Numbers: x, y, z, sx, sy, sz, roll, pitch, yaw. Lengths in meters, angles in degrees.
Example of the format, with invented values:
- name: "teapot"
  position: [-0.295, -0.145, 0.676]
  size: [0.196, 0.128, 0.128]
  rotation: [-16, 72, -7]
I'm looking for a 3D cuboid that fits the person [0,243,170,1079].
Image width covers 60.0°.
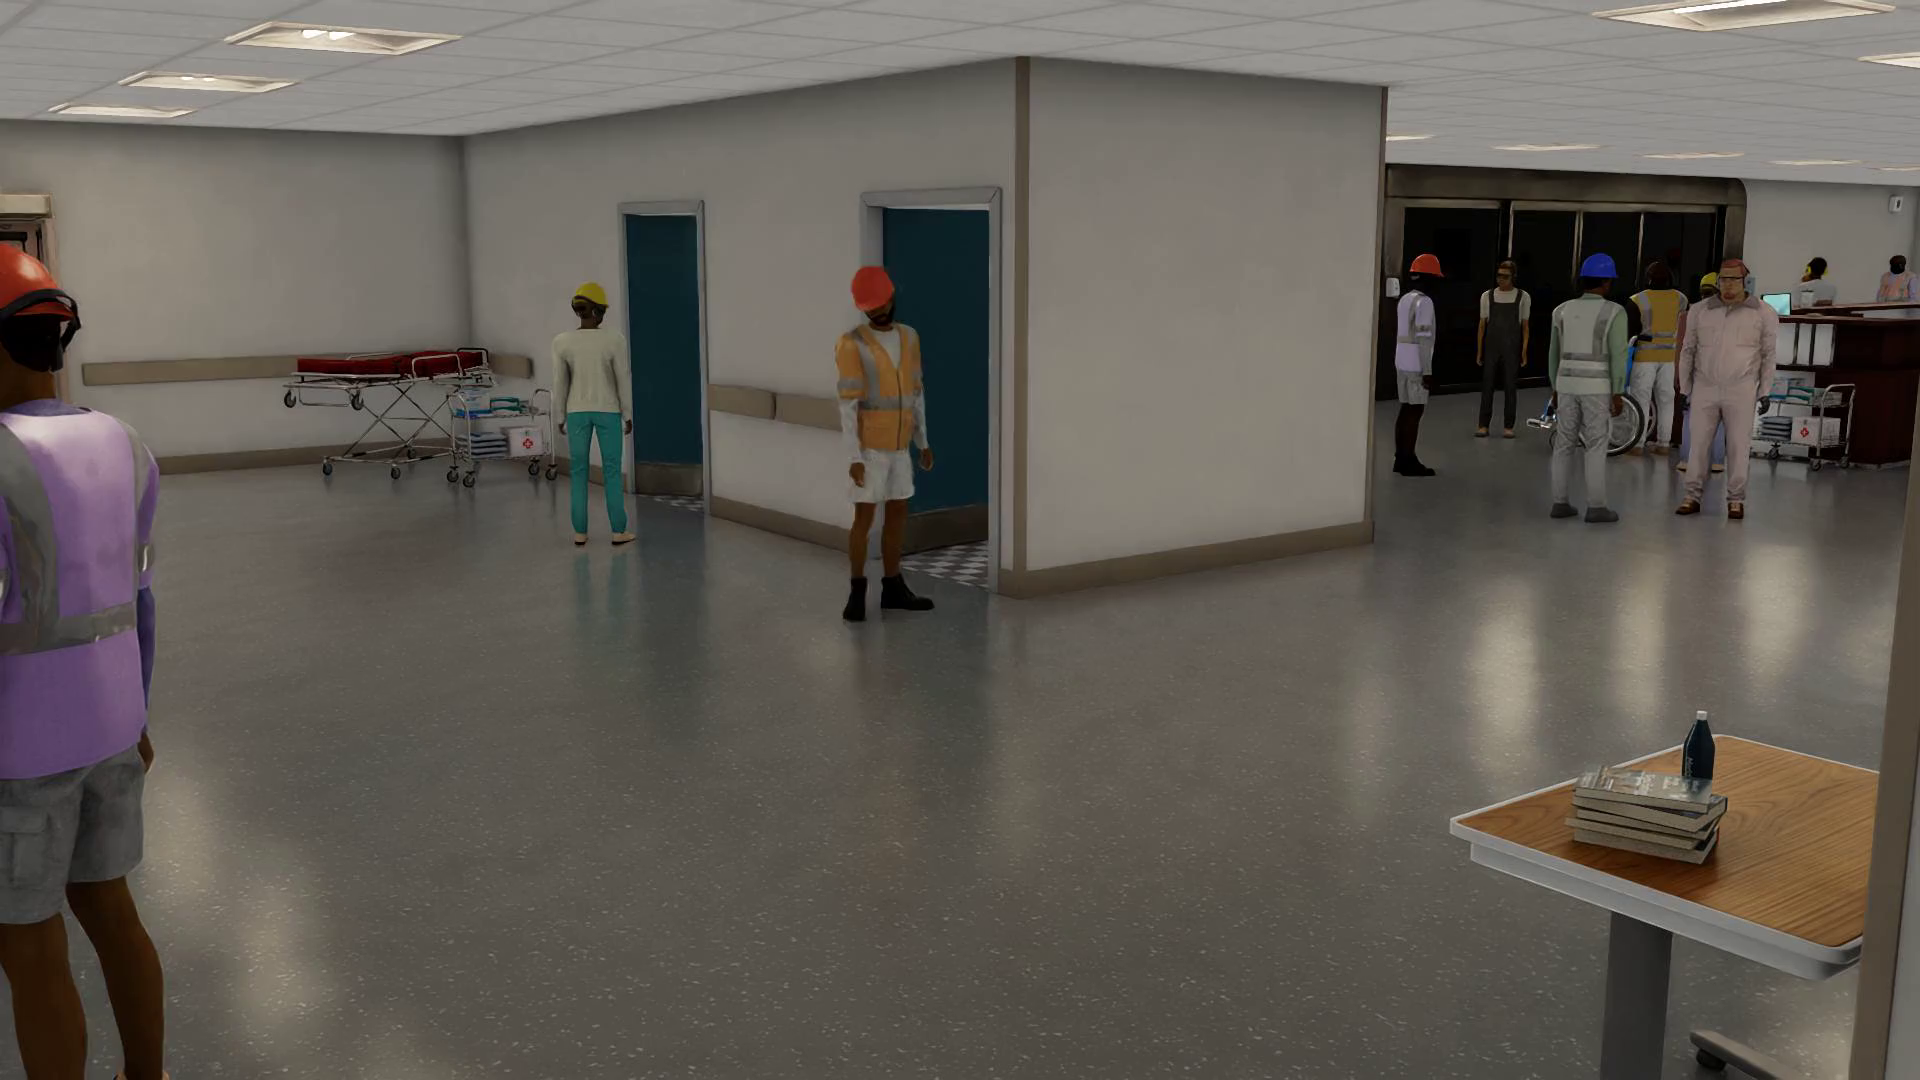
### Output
- name: "person"
  position: [-1.920, 0.404, 3.479]
  size: [0.409, 2.028, 0.615]
  rotation: [1, 10, 8]

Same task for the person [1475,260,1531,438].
- name: "person"
  position: [5.640, -1.975, 17.293]
  size: [0.508, 1.842, 0.332]
  rotation: [4, 11, 23]

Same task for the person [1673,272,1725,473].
- name: "person"
  position: [6.612, -1.479, 14.747]
  size: [0.533, 1.765, 0.322]
  rotation: [4, 11, 20]

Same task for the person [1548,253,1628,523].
- name: "person"
  position: [4.573, -1.103, 12.120]
  size: [0.406, 1.947, 0.606]
  rotation: [-7, 12, -35]

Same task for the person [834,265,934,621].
- name: "person"
  position: [-0.415, -0.511, 8.972]
  size: [0.375, 1.893, 0.632]
  rotation: [10, 14, 43]

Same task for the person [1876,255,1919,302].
- name: "person"
  position: [14.845, -3.605, 26.459]
  size: [0.430, 1.838, 0.619]
  rotation: [-6, 12, -29]

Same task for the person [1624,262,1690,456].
- name: "person"
  position: [6.577, -1.711, 15.829]
  size: [0.619, 1.845, 0.430]
  rotation: [-2, 10, -9]

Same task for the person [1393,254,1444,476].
- name: "person"
  position: [4.000, -1.519, 14.512]
  size: [0.390, 1.929, 0.545]
  rotation: [-1, 10, -6]

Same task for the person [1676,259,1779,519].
- name: "person"
  position: [5.641, -1.110, 12.277]
  size: [0.652, 1.906, 0.402]
  rotation: [6, 12, 32]

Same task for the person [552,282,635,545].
- name: "person"
  position: [-2.456, -0.840, 11.176]
  size: [0.523, 1.762, 0.328]
  rotation: [0, 10, 2]

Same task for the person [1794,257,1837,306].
- name: "person"
  position: [10.370, -2.500, 20.212]
  size: [0.526, 1.854, 0.363]
  rotation: [0, 10, 1]
